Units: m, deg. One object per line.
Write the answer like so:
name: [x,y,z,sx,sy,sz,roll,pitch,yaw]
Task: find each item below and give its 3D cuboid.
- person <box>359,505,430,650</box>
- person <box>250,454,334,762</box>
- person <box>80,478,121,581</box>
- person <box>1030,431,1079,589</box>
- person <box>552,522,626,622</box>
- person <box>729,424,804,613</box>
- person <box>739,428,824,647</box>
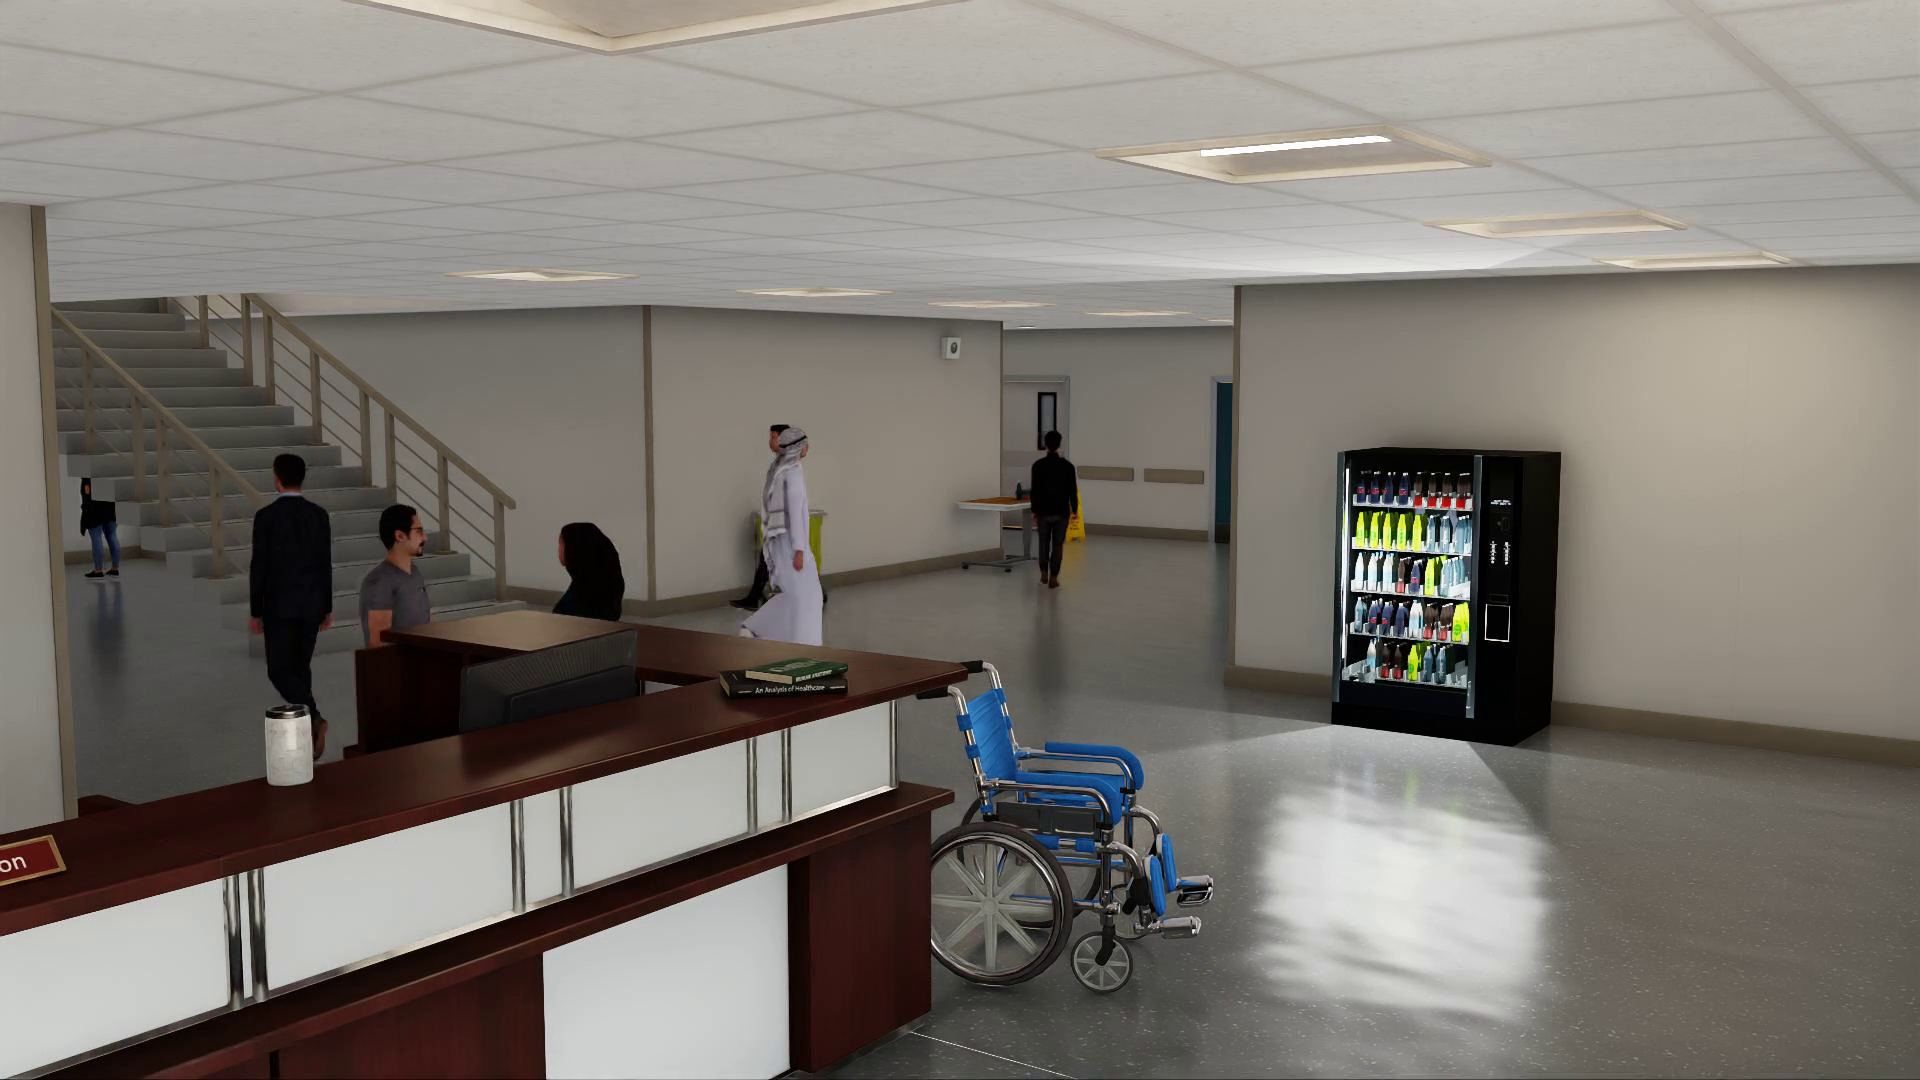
person: [-2.635,0.707,7.745,0.835,1.738,0.793,0,6,4]
person: [-3.977,0.428,9.993,1.138,1.842,0.761,6,8,45]
person: [-9.777,-0.396,18.967,0.646,1.685,0.687,3,6,25]
person: [1.009,-0.318,18.109,0.907,1.703,0.907,1,6,12]
person: [-1.769,0.730,8.276,1.107,1.585,0.850,1,6,13]
person: [-1.565,-0.178,16.070,0.936,1.833,1.170,-4,7,-36]
person: [-1.420,0.082,13.098,1.000,1.909,1.022,-3,6,-28]
